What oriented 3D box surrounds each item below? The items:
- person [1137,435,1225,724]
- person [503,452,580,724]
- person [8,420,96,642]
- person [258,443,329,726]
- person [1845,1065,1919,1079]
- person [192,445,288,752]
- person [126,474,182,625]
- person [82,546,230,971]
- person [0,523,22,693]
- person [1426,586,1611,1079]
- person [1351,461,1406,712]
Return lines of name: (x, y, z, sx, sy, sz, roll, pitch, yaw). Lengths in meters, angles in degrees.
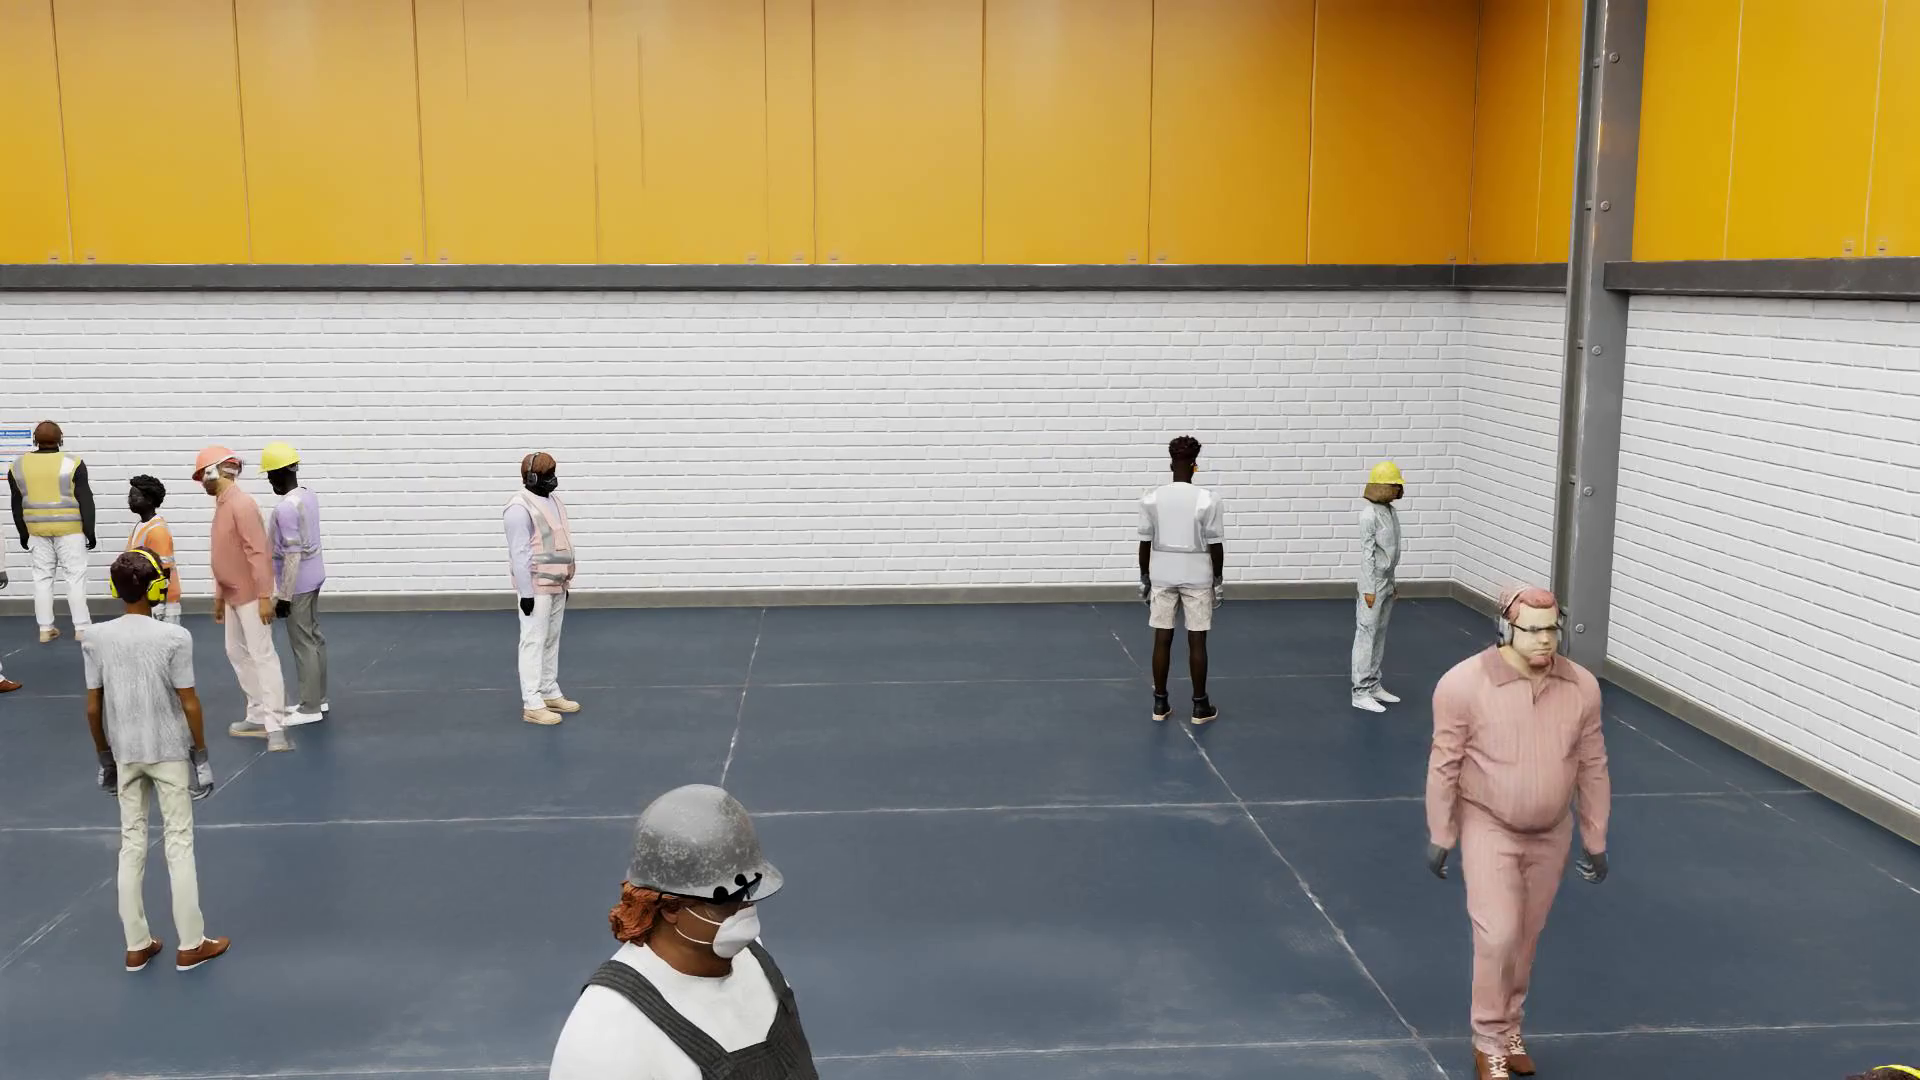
person: (1.507, 0.268, 11.291, 0.601, 1.959, 0.387, 4, 10, 23)
person: (-2.838, 0.318, 11.345, 0.429, 1.843, 0.630, 2, 9, 10)
person: (-7.481, -0.072, 13.787, 0.634, 1.843, 0.429, -1, 9, -6)
person: (-4.502, 0.296, 11.243, 0.381, 1.917, 0.585, -1, 9, -7)
person: (1.373, 1.714, 2.694, 0.543, 1.823, 0.921, 6, 11, 35)
person: (-4.598, 0.375, 10.687, 0.395, 1.947, 0.769, -7, 12, -39)
person: (-5.470, 0.398, 11.287, 0.318, 1.700, 0.537, -7, 12, -39)
person: (-3.526, 0.956, 7.255, 0.545, 1.870, 0.324, 0, 9, 1)
person: (-7.168, 0.183, 11.990, 0.642, 1.909, 0.408, 1, 9, 4)
person: (2.113, 1.117, 6.161, 0.671, 1.887, 0.659, -1, 9, -9)
person: (2.952, 0.316, 11.661, 0.295, 1.744, 0.484, 6, 11, 34)
